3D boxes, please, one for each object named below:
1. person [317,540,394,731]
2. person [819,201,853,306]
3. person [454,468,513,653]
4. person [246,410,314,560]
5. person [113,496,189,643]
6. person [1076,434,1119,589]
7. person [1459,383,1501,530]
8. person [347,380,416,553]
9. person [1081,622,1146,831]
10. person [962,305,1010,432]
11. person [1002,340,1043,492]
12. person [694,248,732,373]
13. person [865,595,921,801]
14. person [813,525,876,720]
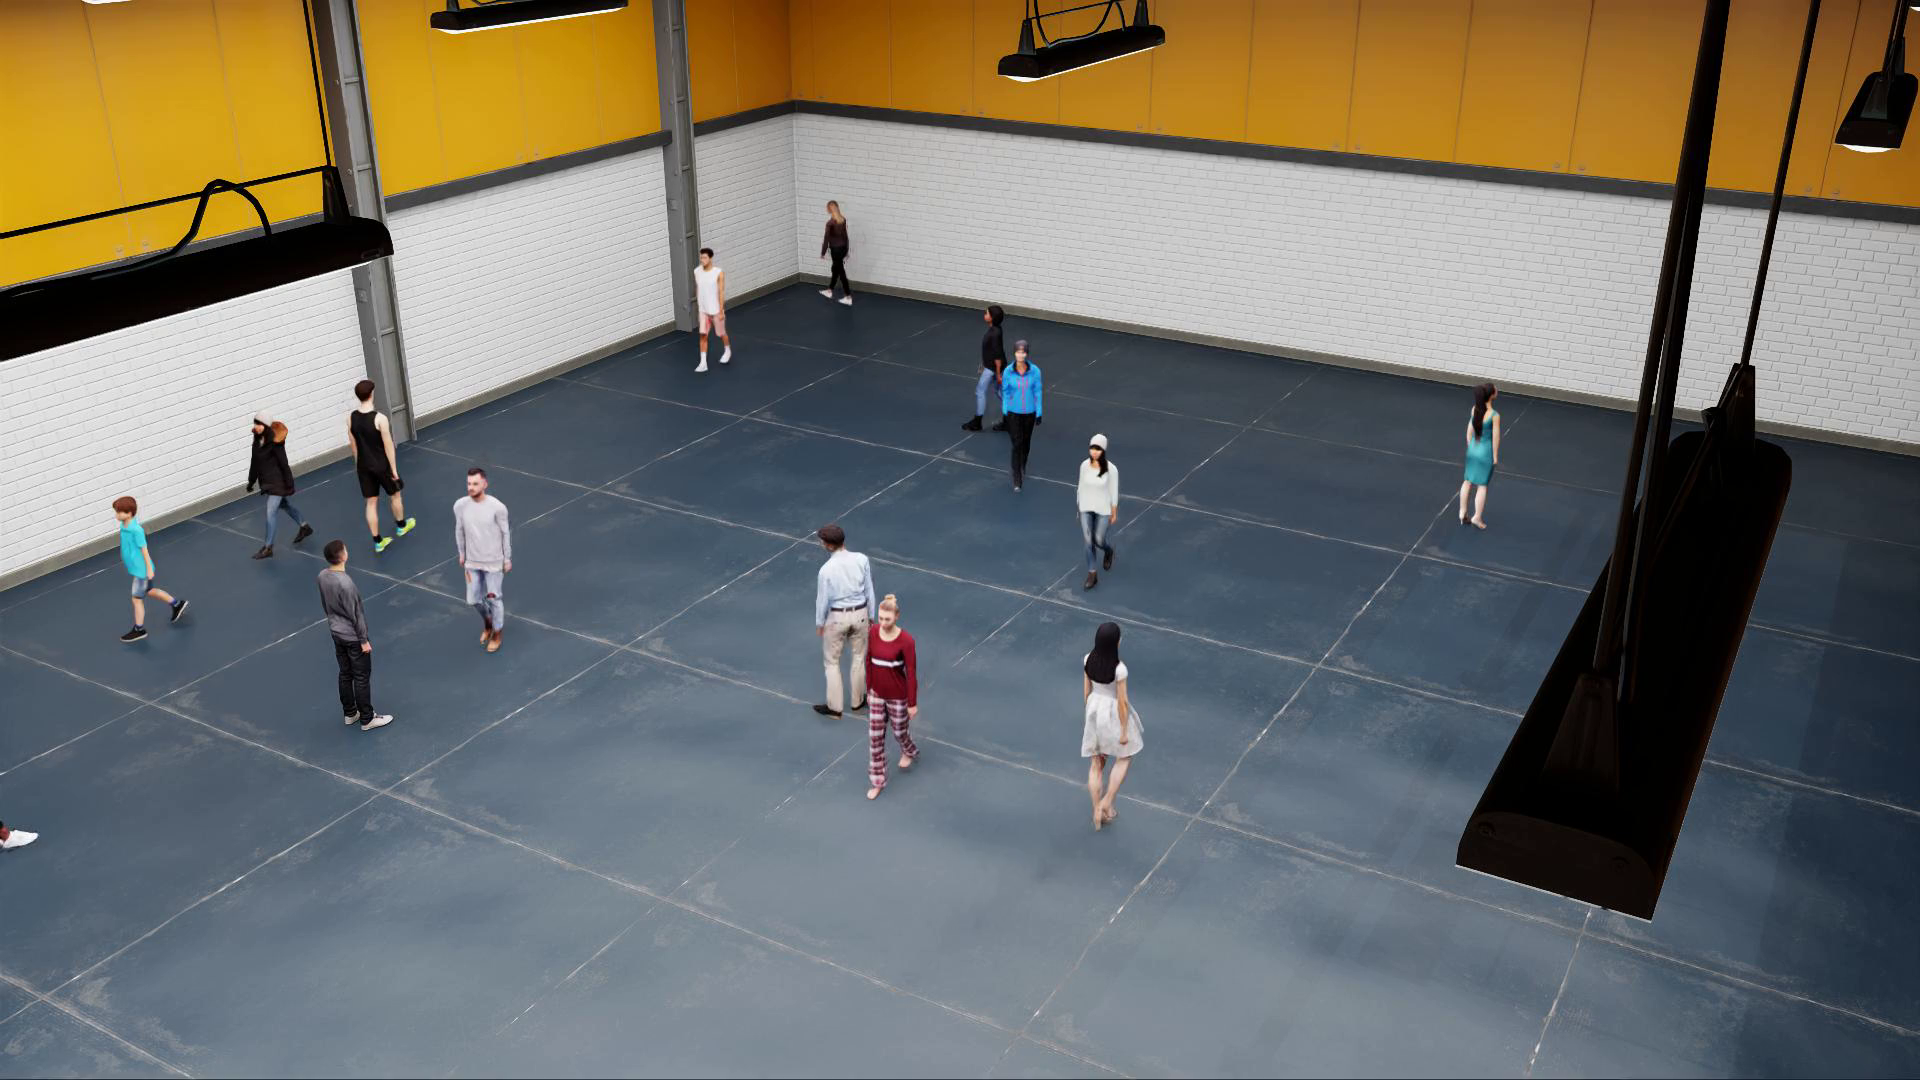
[{"bbox_3d":[-5.299,0.815,14.420,0.632,1.760,0.558,16,28,32],"label":"person"},{"bbox_3d":[-1.910,-4.640,27.007,0.660,1.674,0.860,13,27,27],"label":"person"},{"bbox_3d":[-4.508,0.145,15.860,0.792,1.835,0.779,3,24,6],"label":"person"},{"bbox_3d":[-7.346,-0.643,17.957,0.697,1.599,1.064,16,28,32],"label":"person"},{"bbox_3d":[-7.909,0.232,16.169,0.660,1.427,0.988,20,31,38],"label":"person"},{"bbox_3d":[1.427,-0.322,17.181,0.603,1.632,0.810,11,26,23],"label":"person"},{"bbox_3d":[5.801,-0.947,18.543,0.606,1.686,0.621,-16,28,-32],"label":"person"},{"bbox_3d":[-6.330,-0.759,17.890,0.935,1.865,1.087,3,24,6],"label":"person"},{"bbox_3d":[1.085,1.480,12.893,0.693,1.765,0.775,18,29,35],"label":"person"},{"bbox_3d":[0.537,-2.184,21.380,0.830,1.681,0.907,4,24,8],"label":"person"},{"bbox_3d":[0.746,-1.507,19.751,0.972,1.745,1.235,2,24,4],"label":"person"},{"bbox_3d":[-3.518,-3.326,23.913,0.773,1.745,1.163,9,25,20],"label":"person"},{"bbox_3d":[-0.527,1.222,13.584,0.705,1.683,0.962,10,25,21],"label":"person"},{"bbox_3d":[-0.978,0.693,14.611,0.809,1.831,0.890,-2,24,-3],"label":"person"}]
